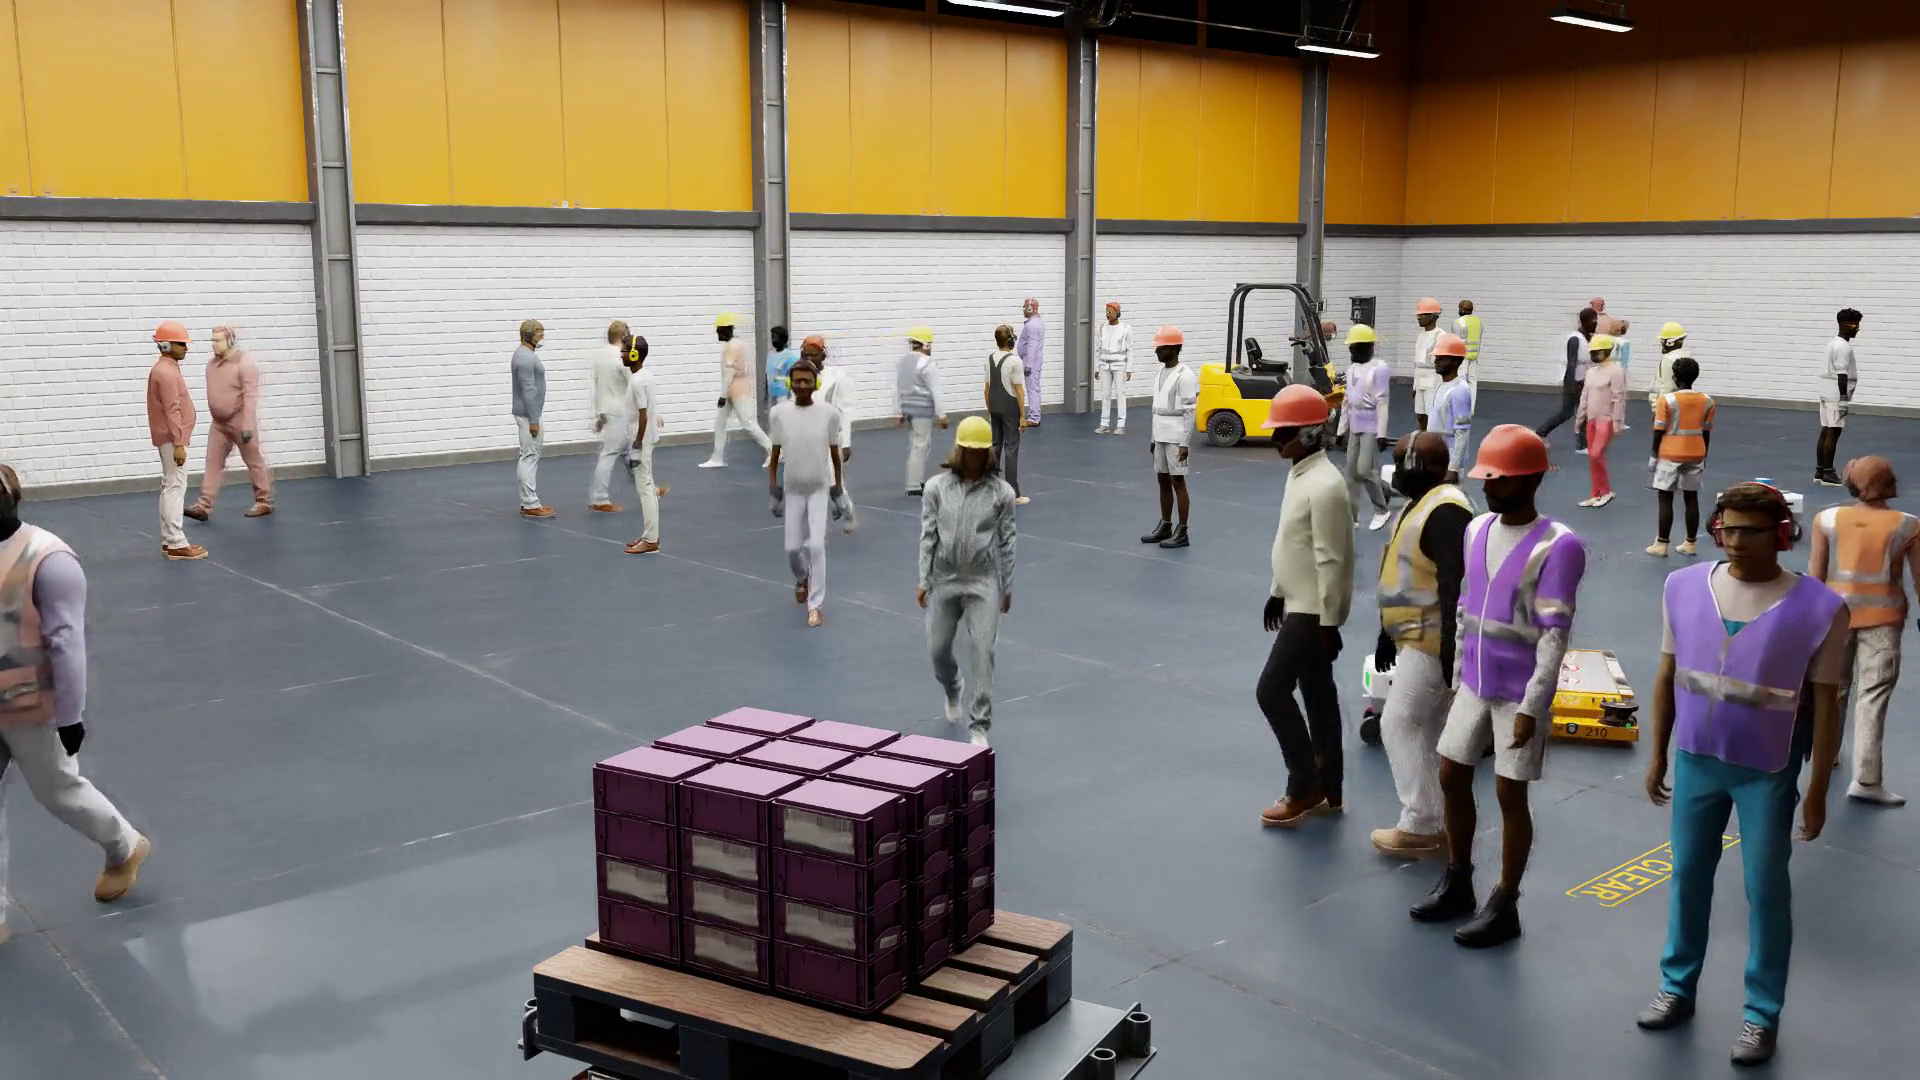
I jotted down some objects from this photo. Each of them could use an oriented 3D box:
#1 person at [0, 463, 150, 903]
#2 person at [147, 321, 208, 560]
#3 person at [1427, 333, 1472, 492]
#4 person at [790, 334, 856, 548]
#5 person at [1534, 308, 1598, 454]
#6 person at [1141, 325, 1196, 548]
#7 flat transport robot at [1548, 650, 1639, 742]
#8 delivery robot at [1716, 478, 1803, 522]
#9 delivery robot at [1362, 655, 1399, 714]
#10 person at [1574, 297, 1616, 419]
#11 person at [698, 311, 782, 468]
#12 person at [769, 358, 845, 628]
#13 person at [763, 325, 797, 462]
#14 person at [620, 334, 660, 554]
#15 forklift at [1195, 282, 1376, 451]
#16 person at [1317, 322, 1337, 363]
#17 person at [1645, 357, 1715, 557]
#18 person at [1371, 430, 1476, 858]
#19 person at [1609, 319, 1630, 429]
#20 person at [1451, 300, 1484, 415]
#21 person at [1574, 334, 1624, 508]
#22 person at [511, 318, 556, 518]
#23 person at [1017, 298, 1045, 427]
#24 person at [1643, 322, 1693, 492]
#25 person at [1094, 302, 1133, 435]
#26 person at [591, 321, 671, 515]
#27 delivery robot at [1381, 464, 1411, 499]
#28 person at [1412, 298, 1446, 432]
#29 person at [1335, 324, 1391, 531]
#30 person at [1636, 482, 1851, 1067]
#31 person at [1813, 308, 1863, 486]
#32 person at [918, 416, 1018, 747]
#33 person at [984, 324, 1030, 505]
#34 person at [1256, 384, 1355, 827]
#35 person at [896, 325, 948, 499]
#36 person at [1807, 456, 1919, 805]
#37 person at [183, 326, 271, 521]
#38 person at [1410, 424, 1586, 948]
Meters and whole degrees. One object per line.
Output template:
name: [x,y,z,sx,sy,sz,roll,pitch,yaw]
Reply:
person: [-3.473,0.589,6.176,0.632,1.815,0.869,2,10,14]
person: [-6.584,-0.835,13.965,0.390,1.990,0.623,-6,11,-30]
person: [3.747,-0.623,12.875,0.341,1.942,0.552,0,10,-2]
person: [-1.175,-0.878,14.580,0.608,1.868,0.647,4,11,23]
person: [7.846,-2.046,21.374,0.599,1.891,0.808,-9,13,-43]
person: [1.812,-0.896,14.490,0.369,1.935,0.552,-5,11,-25]
flat transport robot: [3.364,0.822,9.300,0.652,0.197,1.431,3,10,15]
delivery robot: [7.125,-0.309,14.820,0.707,0.478,0.477,-3,10,-14]
delivery robot: [2.456,0.747,8.637,0.707,0.478,0.477,3,10,17]
person: [9.803,-2.801,25.732,0.652,1.906,0.403,-2,10,-9]
person: [-2.630,-1.791,19.888,0.958,1.886,0.588,-2,10,-13]
person: [-1.054,-0.350,11.573,0.522,1.854,0.651,0,10,0]
person: [-2.224,-1.808,20.561,0.336,1.697,0.535,-8,13,-40]
person: [-2.741,-0.815,14.204,0.327,1.874,0.517,-1,10,-4]
forklift: [4.328,-2.346,22.227,2.313,2.155,1.214,3,10,16]
person: [5.122,-2.259,23.385,0.369,1.611,0.523,3,10,15]
person: [6.075,-0.695,14.021,0.539,1.695,0.317,-2,10,-11]
person: [1.973,0.447,7.068,0.484,1.800,0.704,2,10,10]
person: [9.526,-2.416,24.288,0.628,1.622,0.522,-3,10,-17]
person: [8.004,-2.888,26.430,0.622,1.845,0.430,-6,11,-30]
person: [6.401,-1.192,16.721,0.386,1.752,0.555,-3,10,-15]
person: [-4.166,-1.180,16.166,0.372,1.934,0.627,-3,10,-17]
person: [1.049,-2.635,24.758,0.409,1.907,0.650,2,10,11]
person: [7.626,-1.427,17.902,0.403,1.833,0.586,9,13,42]
person: [2.178,-2.438,23.673,0.584,1.882,0.339,6,11,32]
person: [-3.278,-1.209,16.461,0.970,1.885,0.662,-7,12,-34]
delivery robot: [4.521,-0.614,16.605,0.477,0.478,0.707,-3,10,-17]
person: [5.483,-1.817,19.573,0.390,2.040,0.614,-2,10,-13]
person: [3.680,-1.021,15.271,0.471,1.915,0.643,-4,10,-20]
person: [2.491,0.721,5.306,0.391,1.839,0.565,-8,13,-41]
person: [9.732,-1.584,18.444,0.372,1.962,0.603,3,10,15]
person: [0.042,0.210,8.615,0.517,1.724,0.655,1,10,5]
person: [0.470,-1.269,16.943,0.508,1.847,0.345,9,13,42]
person: [1.515,0.295,7.427,0.557,1.974,0.642,1,10,6]
person: [-0.362,-1.339,17.444,0.579,1.814,0.607,-7,12,-34]
person: [4.332,0.402,7.919,0.570,1.583,0.789,9,13,41]
person: [-7.039,-1.104,15.916,0.673,1.855,0.960,4,11,23]
person: [1.982,0.539,6.106,0.412,1.930,0.562,-5,11,-27]
